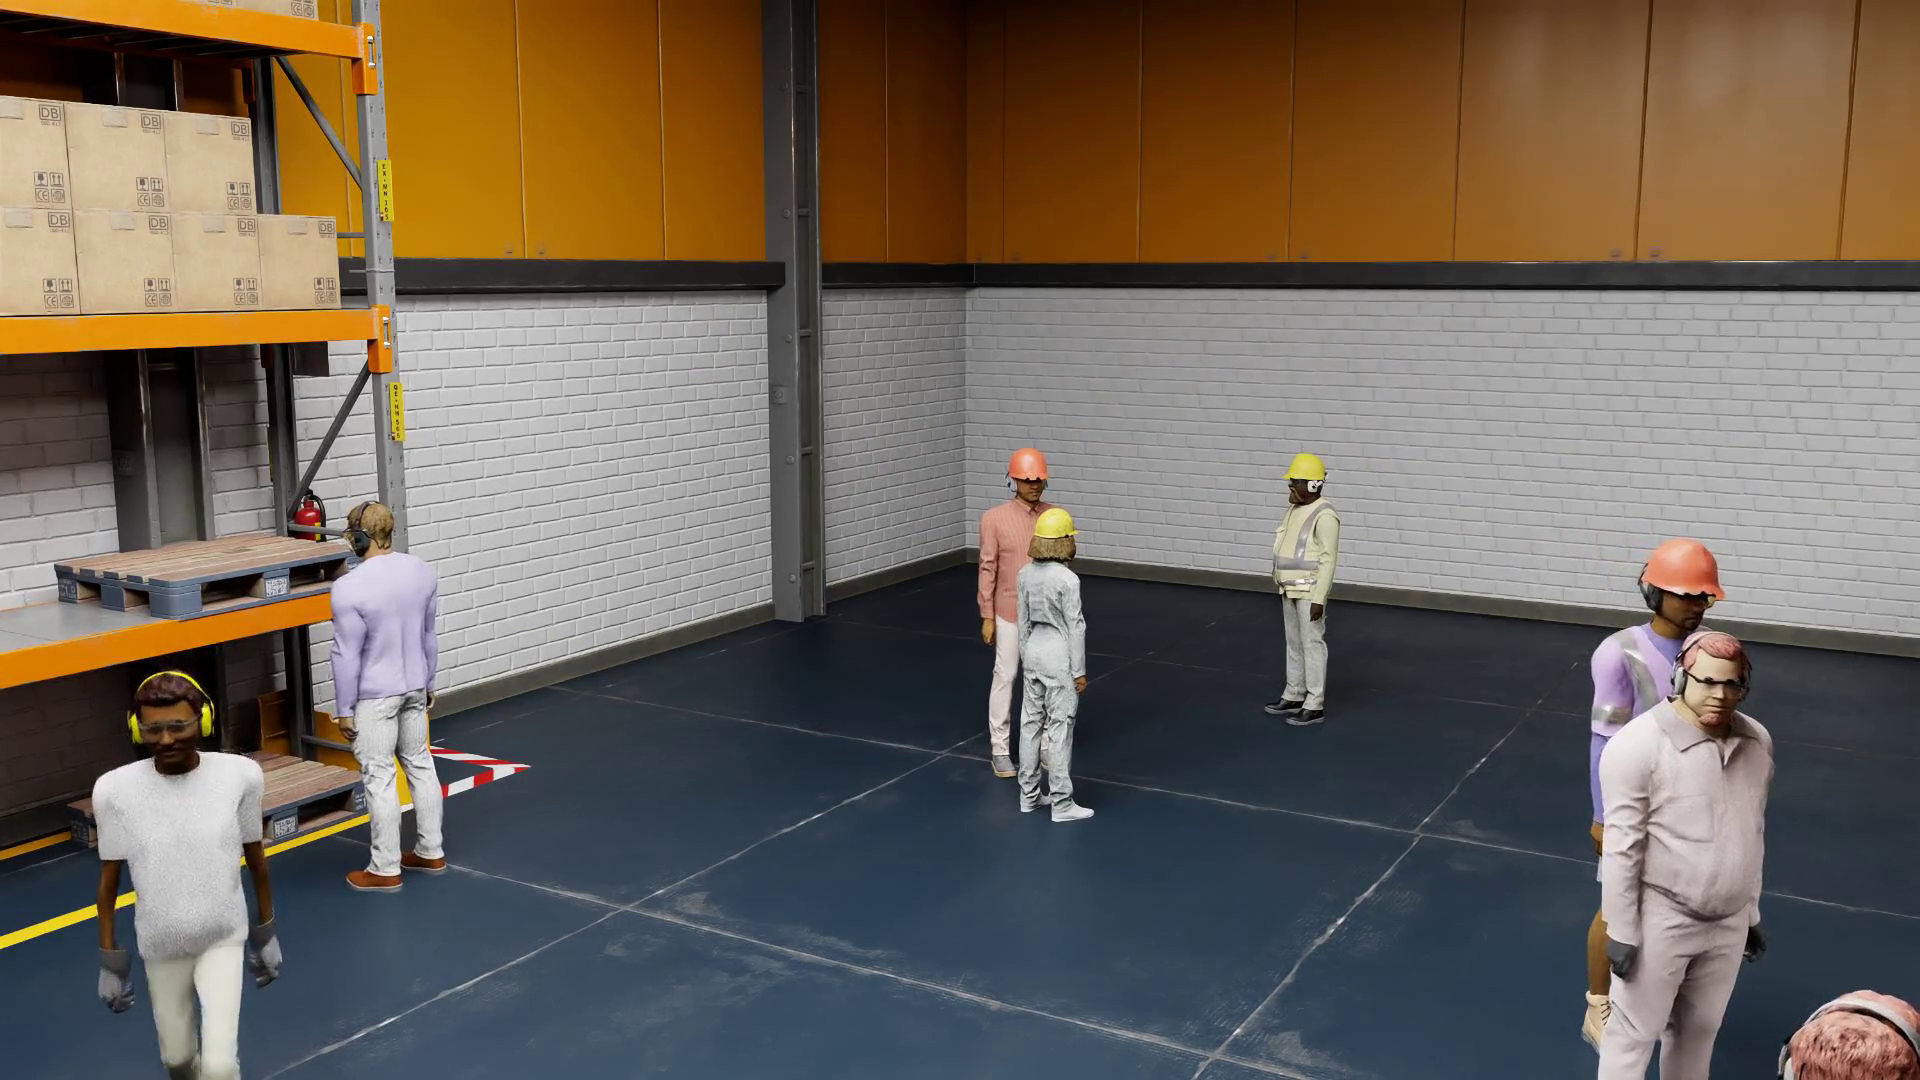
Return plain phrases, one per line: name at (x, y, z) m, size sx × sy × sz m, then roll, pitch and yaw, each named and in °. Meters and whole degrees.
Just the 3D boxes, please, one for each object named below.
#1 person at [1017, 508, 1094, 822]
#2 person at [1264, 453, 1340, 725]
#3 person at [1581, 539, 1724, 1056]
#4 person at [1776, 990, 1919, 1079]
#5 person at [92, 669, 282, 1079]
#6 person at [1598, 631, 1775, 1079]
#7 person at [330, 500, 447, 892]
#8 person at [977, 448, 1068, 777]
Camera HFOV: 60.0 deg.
person at (0.520, 0.688, 9.253) m, size 0.294 × 1.744 × 0.486 m, roll -8°, pitch 12°, yaw -41°
person at (2.313, 0.325, 11.238) m, size 0.404 × 1.833 × 0.590 m, roll -3°, pitch 9°, yaw -15°
person at (2.699, 0.999, 6.389) m, size 0.615 × 2.038 × 0.395 m, roll -4°, pitch 10°, yaw -22°
person at (1.400, 1.657, 2.733) m, size 0.642 × 1.900 × 0.404 m, roll 8°, pitch 12°, yaw 41°
person at (-2.488, 1.270, 5.381) m, size 0.531 × 1.836 × 0.832 m, roll -3°, pitch 10°, yaw -21°
person at (2.367, 1.228, 5.389) m, size 0.643 × 1.905 × 0.400 m, roll -3°, pitch 10°, yaw -20°
person at (-2.822, 0.763, 8.207) m, size 0.357 × 1.931 × 0.631 m, roll 5°, pitch 10°, yaw 27°
person at (0.402, 0.431, 10.071) m, size 0.622 × 1.993 × 0.382 m, roll -4°, pitch 10°, yaw -26°
